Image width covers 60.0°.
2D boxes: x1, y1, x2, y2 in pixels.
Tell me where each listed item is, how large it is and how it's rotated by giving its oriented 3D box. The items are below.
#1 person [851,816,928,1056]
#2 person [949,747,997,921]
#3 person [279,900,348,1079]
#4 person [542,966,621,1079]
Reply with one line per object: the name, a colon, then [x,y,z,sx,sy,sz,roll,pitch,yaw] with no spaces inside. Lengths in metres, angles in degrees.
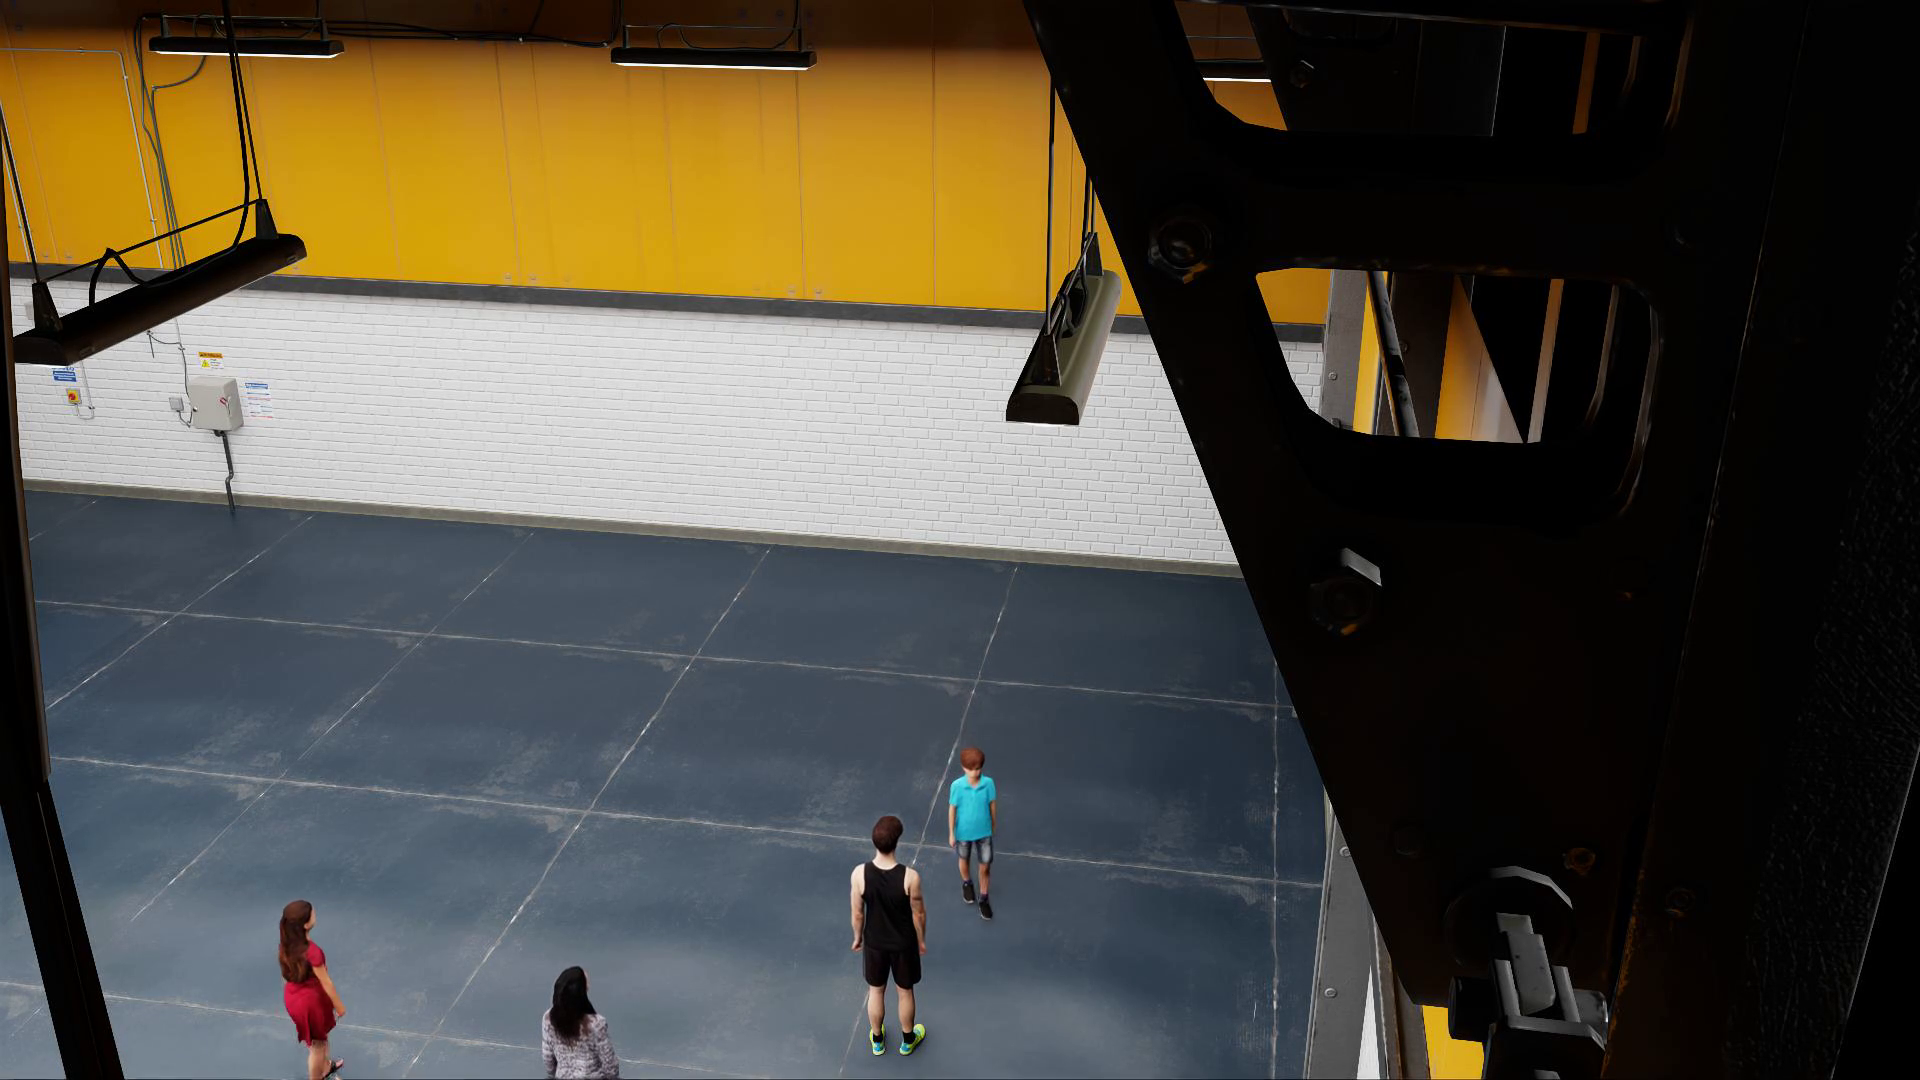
person: [-0.489,2.763,11.541,0.686,1.892,0.577,3,24,7]
person: [0.094,2.257,13.271,0.656,1.432,0.812,-2,24,-5]
person: [-4.424,3.126,11.150,0.659,1.538,0.727,13,27,28]
person: [-2.345,3.385,10.317,0.619,1.731,0.515,5,24,11]
